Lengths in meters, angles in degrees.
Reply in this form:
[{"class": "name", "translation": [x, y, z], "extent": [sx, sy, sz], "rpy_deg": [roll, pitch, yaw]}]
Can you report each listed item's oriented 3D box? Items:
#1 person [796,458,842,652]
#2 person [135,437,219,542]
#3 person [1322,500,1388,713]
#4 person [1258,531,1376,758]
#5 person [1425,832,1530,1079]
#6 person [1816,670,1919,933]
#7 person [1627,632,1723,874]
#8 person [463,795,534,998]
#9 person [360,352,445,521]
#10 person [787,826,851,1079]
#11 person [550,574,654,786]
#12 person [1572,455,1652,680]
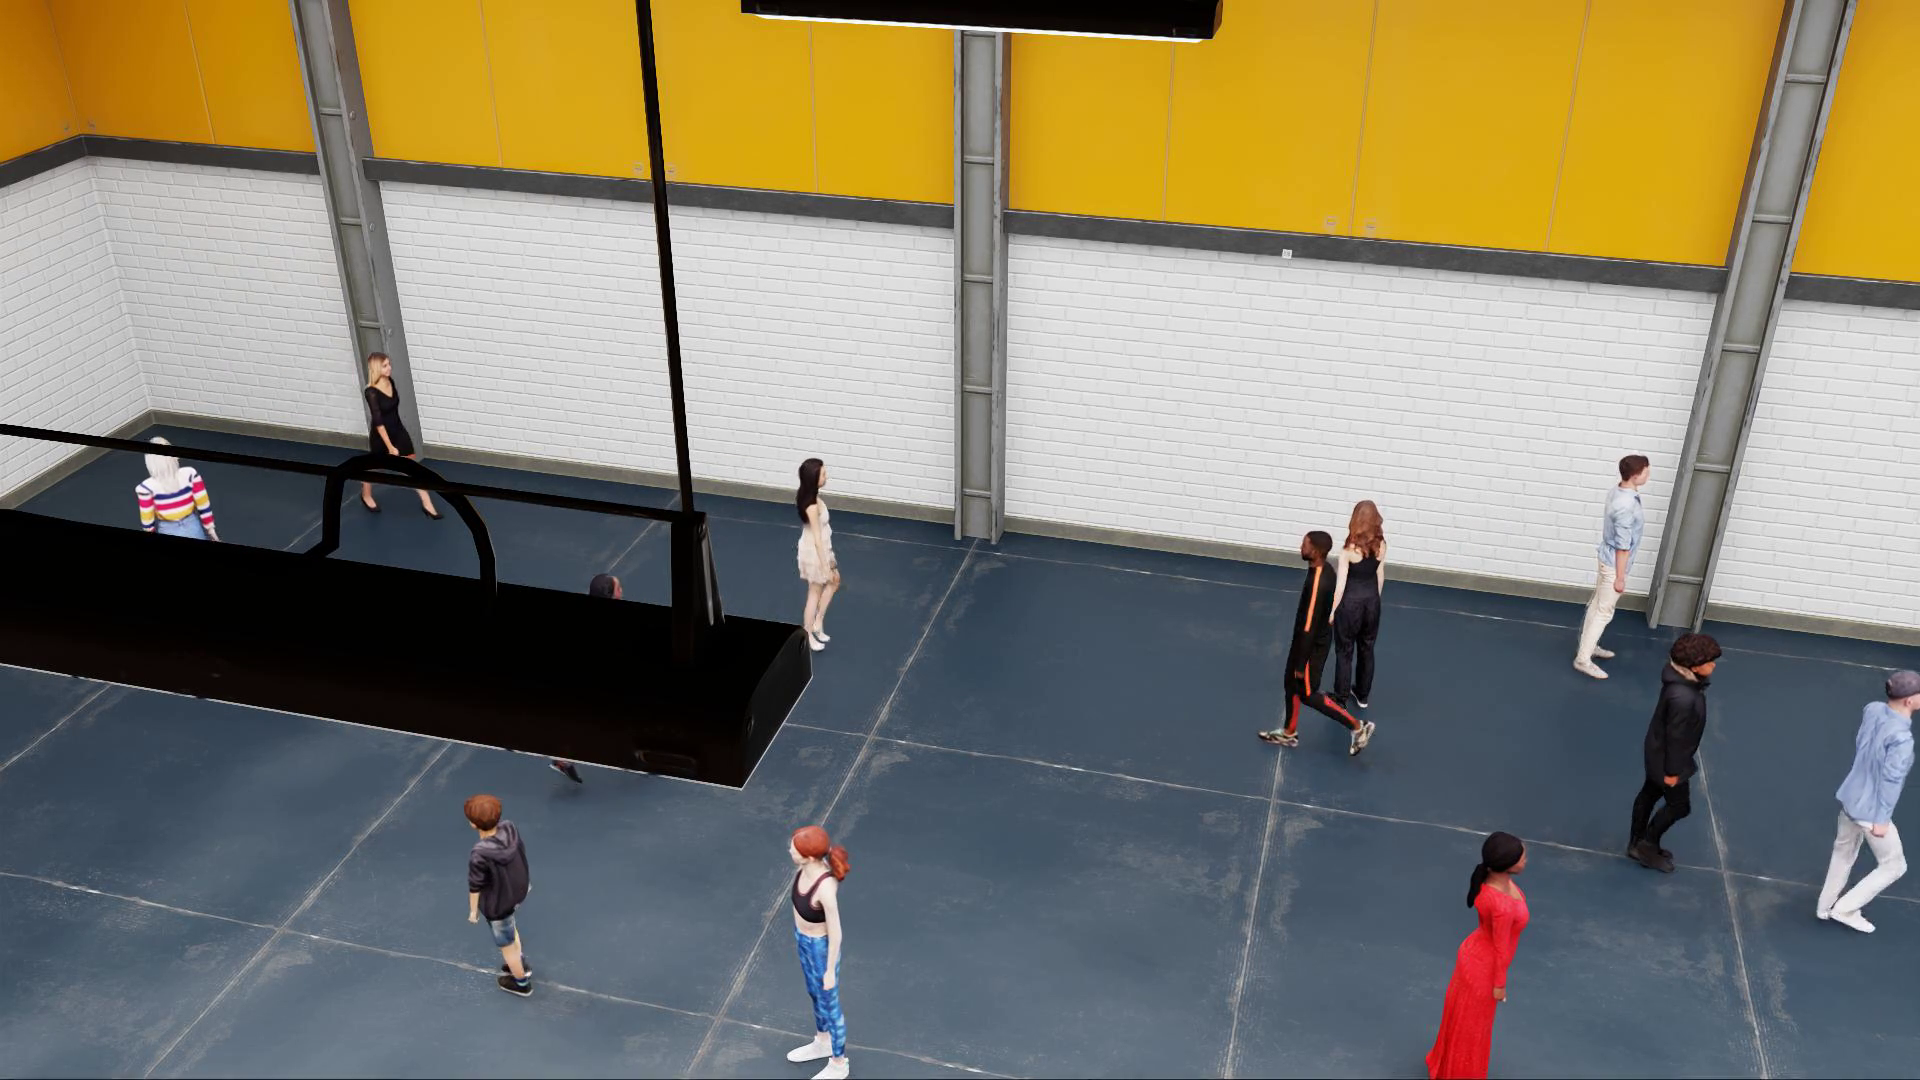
[{"class": "person", "translation": [-1.233, 0.141, 13.151], "extent": [0.701, 1.722, 0.684], "rpy_deg": [-4, 29, -7]}, {"class": "person", "translation": [-6.177, 0.040, 13.279], "extent": [0.988, 1.779, 1.137], "rpy_deg": [-24, 37, -37]}, {"class": "person", "translation": [2.984, 0.503, 12.468], "extent": [0.617, 1.743, 0.716], "rpy_deg": [-9, 30, -15]}, {"class": "person", "translation": [2.612, 0.780, 11.920], "extent": [1.024, 1.779, 0.627], "rpy_deg": [7, 29, 13]}, {"class": "person", "translation": [2.847, 2.331, 9.078], "extent": [0.632, 1.789, 0.651], "rpy_deg": [3, 29, 5]}, {"class": "person", "translation": [5.554, 1.619, 10.277], "extent": [0.721, 1.880, 0.739], "rpy_deg": [1, 29, 2]}, {"class": "person", "translation": [4.545, 1.374, 10.841], "extent": [0.551, 1.771, 0.627], "rpy_deg": [8, 30, 15]}, {"class": "person", "translation": [-2.660, 2.120, 9.818], "extent": [0.590, 1.440, 0.582], "rpy_deg": [13, 31, 22]}, {"class": "person", "translation": [-5.291, -0.911, 15.176], "extent": [1.071, 1.631, 0.602], "rpy_deg": [9, 30, 16]}, {"class": "person", "translation": [-0.777, 2.280, 9.175], "extent": [0.739, 1.786, 0.684], "rpy_deg": [-13, 31, -22]}, {"class": "person", "translation": [-2.486, 1.016, 11.580], "extent": [1.204, 1.691, 1.055], "rpy_deg": [-11, 31, -19]}, {"class": "person", "translation": [5.091, 0.167, 12.964], "extent": [0.550, 1.856, 0.643], "rpy_deg": [7, 29, 13]}]
